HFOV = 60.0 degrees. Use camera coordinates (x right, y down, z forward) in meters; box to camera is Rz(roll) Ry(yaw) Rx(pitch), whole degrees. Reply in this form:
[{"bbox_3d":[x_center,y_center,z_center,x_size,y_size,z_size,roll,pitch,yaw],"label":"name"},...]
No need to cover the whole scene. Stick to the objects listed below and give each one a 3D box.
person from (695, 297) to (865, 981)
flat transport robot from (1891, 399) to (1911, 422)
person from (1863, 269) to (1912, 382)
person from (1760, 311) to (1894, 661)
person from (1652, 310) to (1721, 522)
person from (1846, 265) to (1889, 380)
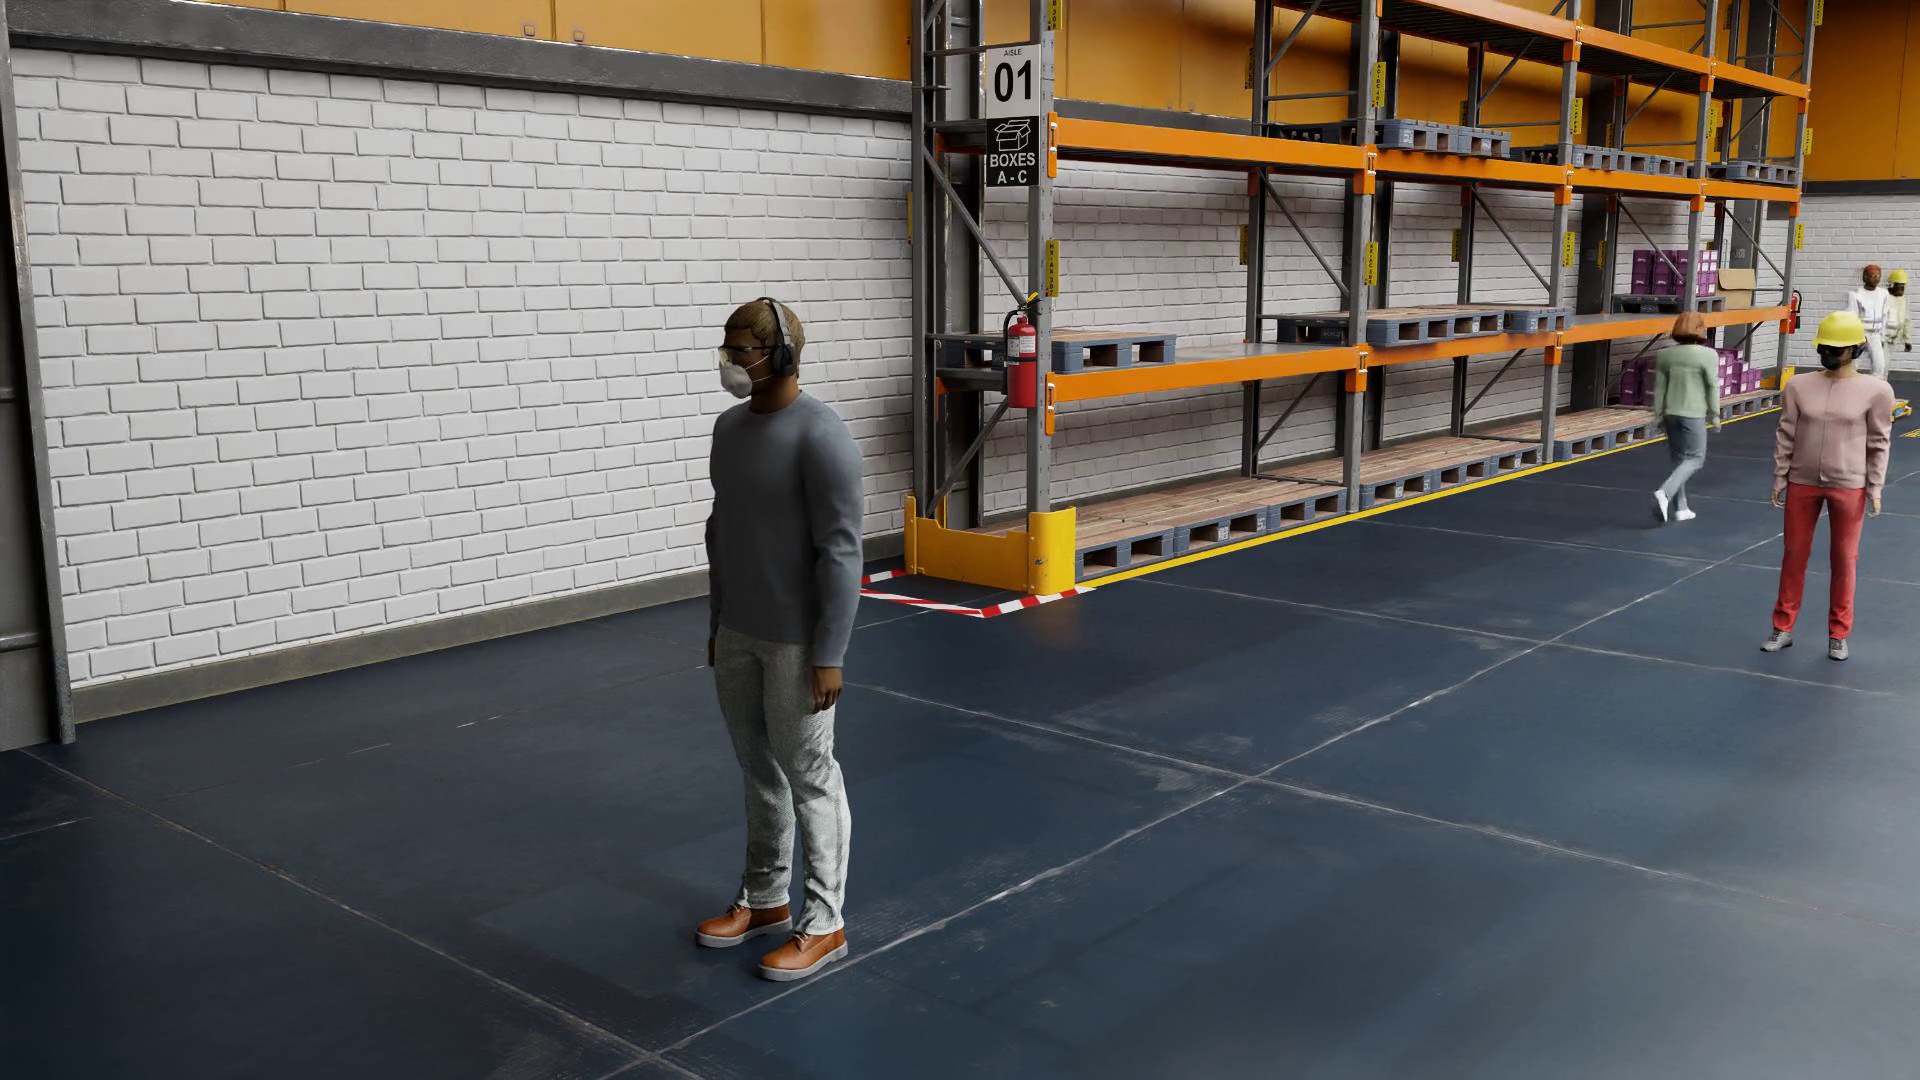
[{"bbox_3d":[-0.532,0.279,4.783,0.364,1.939,0.636,-9,13,-41],"label":"person"},{"bbox_3d":[11.044,-1.590,20.166,0.652,0.197,1.431,8,13,38],"label":"flat transport robot"},{"bbox_3d":[12.222,-2.646,21.855,0.615,1.789,0.756,-4,11,-19],"label":"person"},{"bbox_3d":[4.386,-0.270,8.419,0.523,1.762,0.329,8,13,38],"label":"person"},{"bbox_3d":[5.427,-0.923,12.521,0.646,1.614,0.507,-6,12,-32],"label":"person"},{"bbox_3d":[11.549,-2.546,21.095,0.619,1.849,0.835,-1,10,-6],"label":"person"}]
